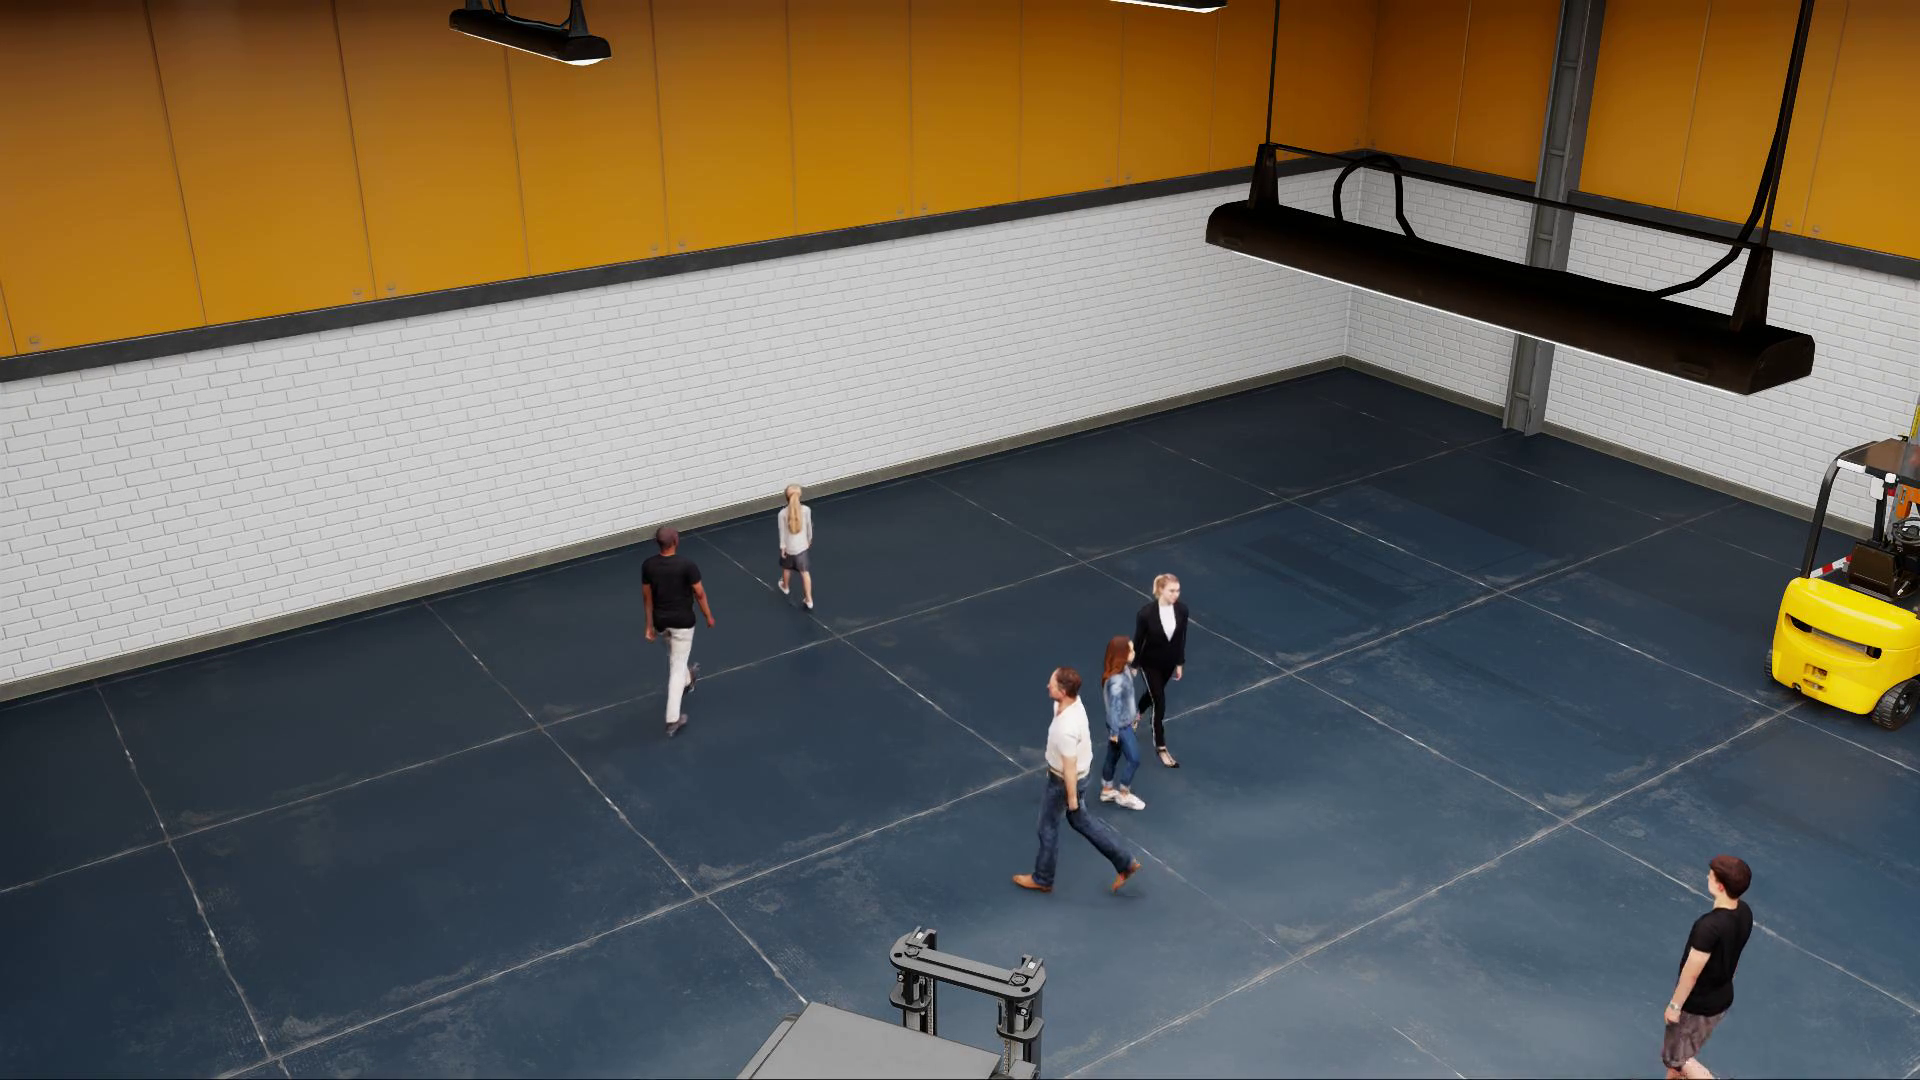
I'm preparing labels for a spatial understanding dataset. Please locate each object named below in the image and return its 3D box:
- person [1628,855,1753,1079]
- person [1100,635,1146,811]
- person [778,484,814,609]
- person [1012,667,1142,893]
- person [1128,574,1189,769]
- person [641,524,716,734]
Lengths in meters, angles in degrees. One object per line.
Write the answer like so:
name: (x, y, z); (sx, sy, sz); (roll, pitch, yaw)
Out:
person: (4.347, 2.678, 9.586); (0.754, 1.845, 1.047); (-20, 31, -38)
person: (1.179, 1.409, 12.962); (0.769, 1.468, 0.702); (2, 24, 4)
person: (-1.583, 0.076, 16.288); (0.653, 1.245, 0.911); (-9, 25, -19)
person: (0.872, 1.731, 11.777); (1.232, 1.827, 1.111); (6, 24, 14)
person: (1.571, 1.010, 13.628); (0.714, 1.665, 1.056); (-8, 25, -18)
person: (-2.439, 0.780, 14.044); (1.219, 1.752, 1.234); (6, 24, 13)
